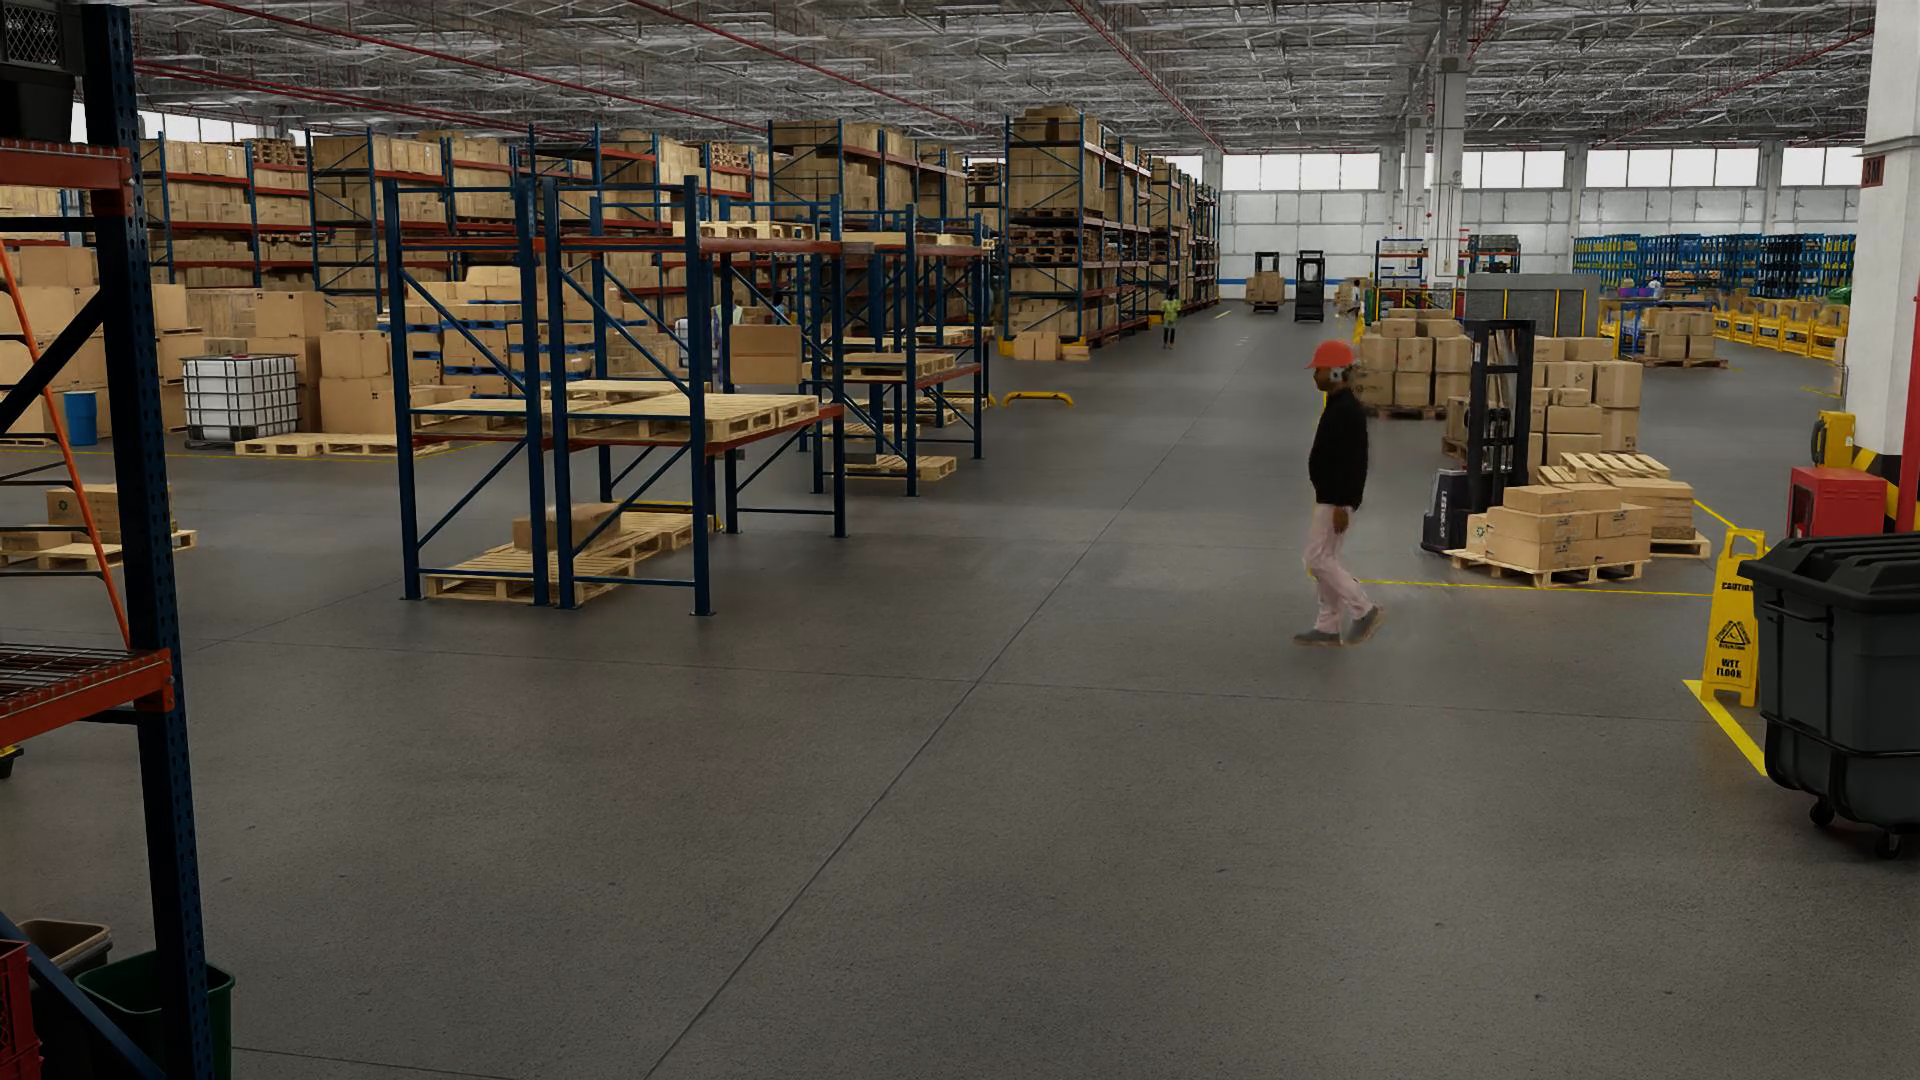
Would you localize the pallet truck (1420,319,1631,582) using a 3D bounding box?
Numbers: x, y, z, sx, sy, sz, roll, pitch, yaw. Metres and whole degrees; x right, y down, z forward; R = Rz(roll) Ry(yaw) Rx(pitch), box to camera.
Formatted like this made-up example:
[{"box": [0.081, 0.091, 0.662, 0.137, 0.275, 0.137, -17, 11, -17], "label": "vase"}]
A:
[{"box": [4.543, -0.757, 13.299, 0.823, 1.965, 1.885, -4, 10, -22], "label": "pallet truck"}]

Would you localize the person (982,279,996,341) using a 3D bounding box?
[{"box": [0.823, -6.960, 50.329, 0.556, 1.904, 0.836, 2, 10, 14], "label": "person"}]

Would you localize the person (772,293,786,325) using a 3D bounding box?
[{"box": [-4.228, -4.920, 38.841, 0.319, 1.696, 0.532, 0, 10, 2], "label": "person"}]

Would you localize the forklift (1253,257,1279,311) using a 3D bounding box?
[{"box": [14.485, -12.204, 78.474, 1.129, 2.768, 1.873, 2, 10, 12], "label": "forklift"}]

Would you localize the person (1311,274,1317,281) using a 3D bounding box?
[{"box": [18.403, -12.957, 86.338, 0.570, 1.724, 0.752, -7, 12, -36], "label": "person"}]

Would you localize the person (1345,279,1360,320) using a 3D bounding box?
[{"box": [15.975, -9.728, 67.358, 0.564, 1.674, 0.537, 0, 10, -2], "label": "person"}]

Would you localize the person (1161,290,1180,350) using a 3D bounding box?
[{"box": [5.755, -6.022, 45.496, 0.539, 1.637, 0.916, 1, 10, 6], "label": "person"}]

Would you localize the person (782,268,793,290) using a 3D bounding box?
[{"box": [-8.076, -11.673, 77.804, 0.608, 2.044, 0.370, 5, 11, 29], "label": "person"}]

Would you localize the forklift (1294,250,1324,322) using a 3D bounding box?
[{"box": [13.778, -10.002, 65.433, 1.129, 2.768, 1.873, 2, 10, 12], "label": "forklift"}]

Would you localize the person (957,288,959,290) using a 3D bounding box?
[{"box": [-0.134, -9.151, 63.835, 0.913, 1.725, 0.527, 3, 10, 17], "label": "person"}]

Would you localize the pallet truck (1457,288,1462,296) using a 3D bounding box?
[{"box": [20.506, -9.785, 68.819, 0.653, 1.274, 1.630, 2, 10, 12], "label": "pallet truck"}]

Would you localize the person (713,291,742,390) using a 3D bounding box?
[{"box": [-4.411, -3.820, 31.683, 0.592, 1.916, 0.392, -5, 11, -29], "label": "person"}]

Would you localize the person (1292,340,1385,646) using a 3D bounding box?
[{"box": [2.369, -0.273, 10.500, 0.474, 1.970, 0.635, 1, 10, 5], "label": "person"}]

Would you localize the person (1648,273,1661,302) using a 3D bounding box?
[{"box": [27.214, -9.488, 65.148, 0.388, 1.948, 0.605, -4, 10, -24], "label": "person"}]

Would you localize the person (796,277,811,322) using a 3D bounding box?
[{"box": [-6.149, -9.507, 65.723, 0.988, 1.795, 0.568, 5, 11, 26], "label": "person"}]

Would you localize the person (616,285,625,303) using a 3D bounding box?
[{"box": [-8.693, -5.575, 42.129, 0.619, 1.892, 0.659, 1, 10, 8], "label": "person"}]

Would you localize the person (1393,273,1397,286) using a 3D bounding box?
[{"box": [22.998, -13.262, 88.148, 0.364, 1.734, 0.486, 8, 13, 41], "label": "person"}]

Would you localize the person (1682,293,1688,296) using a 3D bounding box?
[{"box": [35.904, -12.394, 82.761, 0.595, 1.801, 0.736, 1, 10, 5], "label": "person"}]
